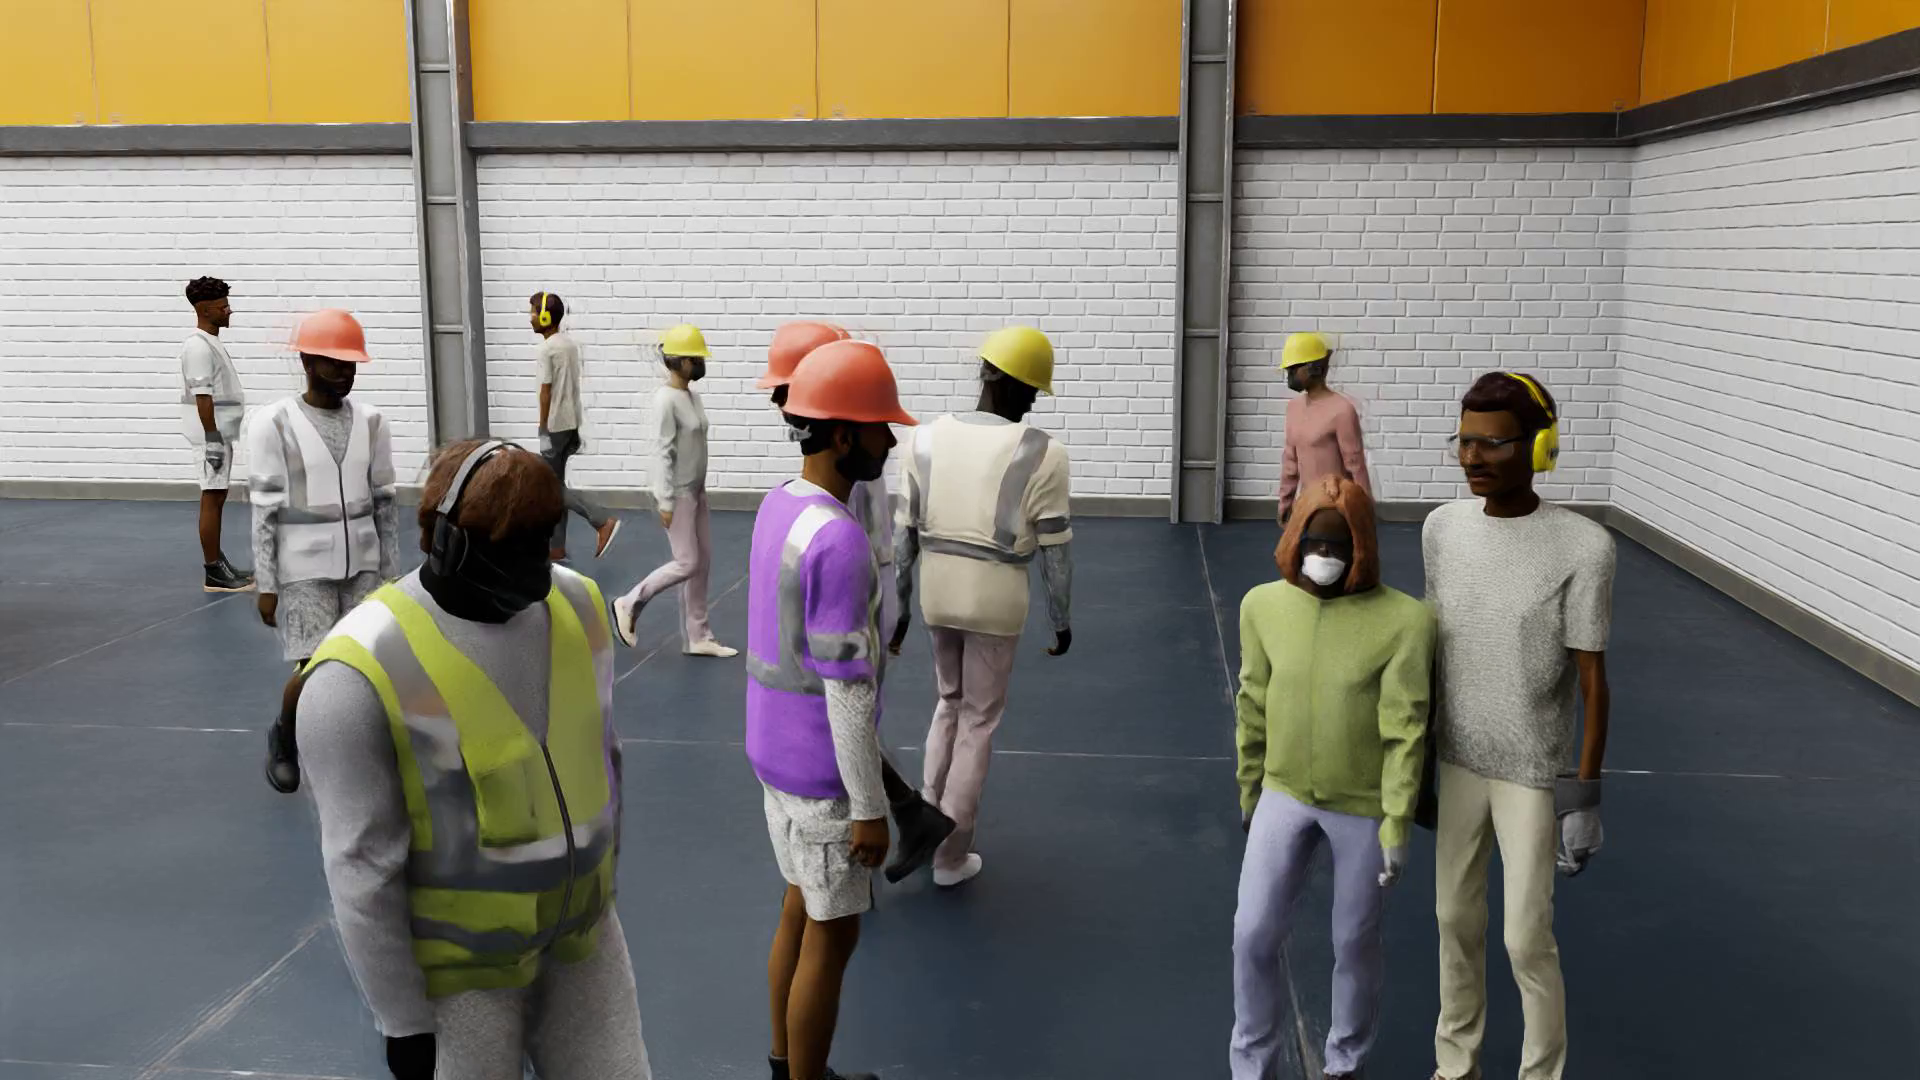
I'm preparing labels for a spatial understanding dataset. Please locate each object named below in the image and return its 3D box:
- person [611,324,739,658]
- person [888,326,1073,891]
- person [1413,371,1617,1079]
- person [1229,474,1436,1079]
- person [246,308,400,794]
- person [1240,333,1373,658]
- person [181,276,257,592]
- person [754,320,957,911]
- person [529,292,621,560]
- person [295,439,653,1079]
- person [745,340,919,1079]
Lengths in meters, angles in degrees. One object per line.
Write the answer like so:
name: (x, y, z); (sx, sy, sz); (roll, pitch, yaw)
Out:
person: (-1.480, -0.243, 8.609); (0.573, 1.748, 0.539); (2, 10, 11)
person: (0.095, 0.227, 5.602); (0.622, 1.875, 0.628); (6, 12, 31)
person: (1.250, 0.542, 3.852); (0.324, 1.853, 0.519); (-7, 12, -37)
person: (0.832, 0.655, 3.896); (0.494, 1.611, 0.611); (6, 11, 30)
person: (-2.386, 0.094, 6.227); (0.574, 1.917, 0.566); (8, 13, 40)
person: (1.818, -0.169, 8.311); (0.926, 1.713, 0.551); (-3, 10, -19)
person: (-4.658, -0.658, 10.408); (0.366, 1.960, 0.603); (-4, 11, -20)
person: (-0.357, 0.266, 5.251); (0.557, 1.912, 0.562); (0, 10, -2)
person: (-2.653, -0.750, 11.257); (0.670, 1.851, 0.526); (2, 10, 12)
person: (-0.823, 0.718, 2.952); (0.446, 1.815, 0.654); (8, 12, 37)
person: (-0.291, 0.504, 3.862); (0.391, 1.930, 0.547); (-4, 11, -21)
